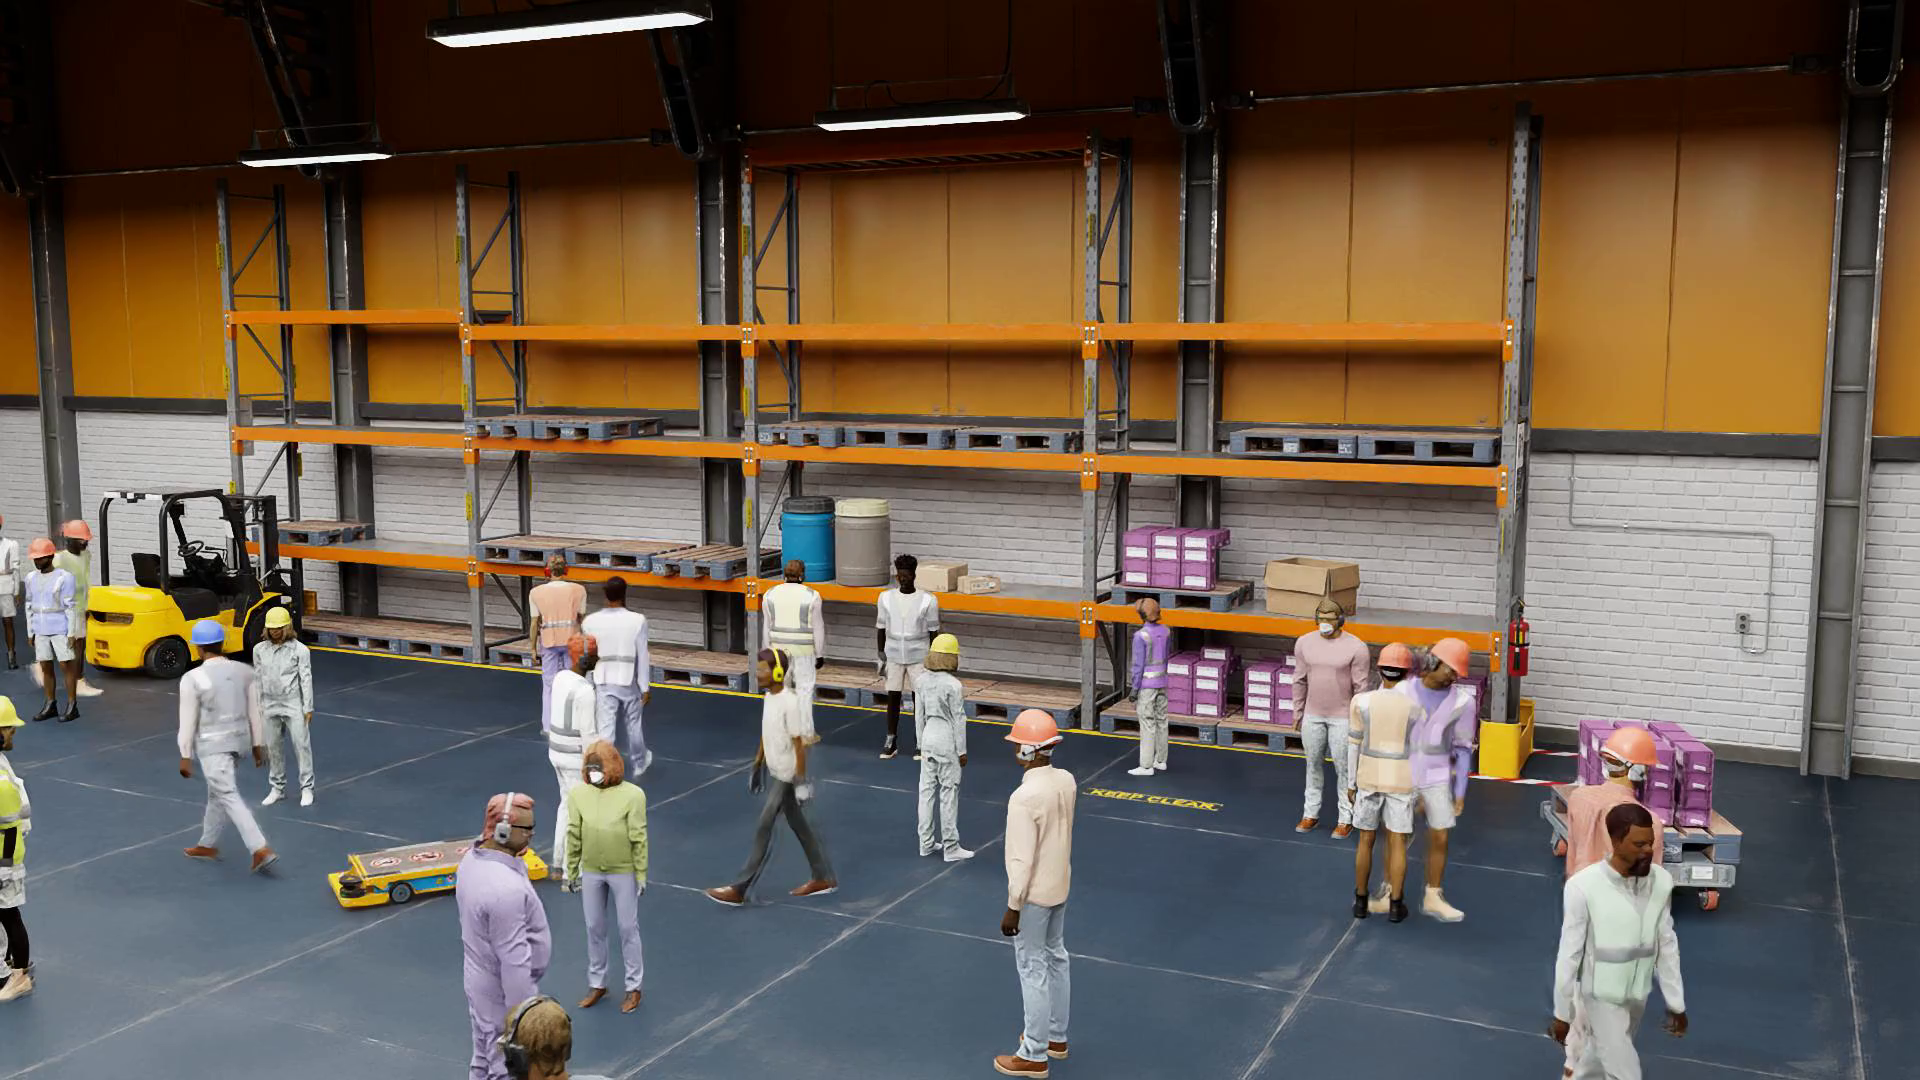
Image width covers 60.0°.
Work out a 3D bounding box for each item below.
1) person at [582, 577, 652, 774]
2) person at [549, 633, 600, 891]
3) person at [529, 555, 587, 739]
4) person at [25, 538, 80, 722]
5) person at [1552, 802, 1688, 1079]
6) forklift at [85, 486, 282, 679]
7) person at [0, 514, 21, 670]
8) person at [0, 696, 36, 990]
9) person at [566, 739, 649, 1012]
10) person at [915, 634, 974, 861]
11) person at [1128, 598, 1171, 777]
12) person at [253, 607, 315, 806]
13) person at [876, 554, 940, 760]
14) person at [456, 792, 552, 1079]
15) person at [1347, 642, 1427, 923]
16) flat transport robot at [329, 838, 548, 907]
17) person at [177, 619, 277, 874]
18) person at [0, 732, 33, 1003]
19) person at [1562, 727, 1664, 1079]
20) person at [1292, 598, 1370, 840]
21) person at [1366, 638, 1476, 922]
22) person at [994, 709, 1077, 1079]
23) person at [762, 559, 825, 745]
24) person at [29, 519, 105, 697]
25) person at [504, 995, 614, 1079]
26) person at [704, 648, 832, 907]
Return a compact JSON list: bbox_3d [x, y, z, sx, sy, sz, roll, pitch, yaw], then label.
[{"bbox_3d":[-3.030,1.253,14.842,0.625,1.874,0.971,0,7,3],"label":"person"},{"bbox_3d":[-2.783,1.597,12.048,0.357,1.873,0.585,-5,8,-35],"label":"person"},{"bbox_3d":[-3.990,1.068,16.582,0.561,1.836,0.388,-3,7,-22],"label":"person"},{"bbox_3d":[-9.458,0.937,17.284,0.545,1.932,0.386,1,7,7],"label":"person"},{"bbox_3d":[3.089,2.130,7.658,0.614,1.862,0.987,-3,8,-26],"label":"person"},{"bbox_3d":[-9.426,0.454,20.179,1.214,2.155,2.313,3,8,26],"label":"forklift"},{"bbox_3d":[-11.570,0.605,19.959,0.544,1.943,0.347,-4,8,-28],"label":"person"},{"bbox_3d":[-5.899,1.854,10.170,0.403,1.818,0.601,-5,8,-33],"label":"person"},{"bbox_3d":[-2.090,1.982,9.883,0.510,1.627,0.279,1,7,10],"label":"person"},{"bbox_3d":[-0.125,1.580,12.752,0.485,1.736,0.309,6,9,42],"label":"person"},{"bbox_3d":[1.732,1.336,15.166,0.310,1.639,0.514,6,9,41],"label":"person"},{"bbox_3d":[-5.750,1.417,14.151,0.498,1.732,0.382,1,7,5],"label":"person"},{"bbox_3d":[-0.500,1.102,15.750,0.605,1.966,0.373,1,7,11],"label":"person"},{"bbox_3d":[-2.096,2.106,7.736,0.400,1.900,0.645,-4,8,-31],"label":"person"},{"bbox_3d":[2.933,1.655,11.387,0.550,1.923,0.389,2,7,17],"label":"person"},{"bbox_3d":[-3.798,2.383,12.115,1.431,0.197,0.652,-4,8,-28],"label":"flat transport robot"},{"bbox_3d":[-5.489,1.536,12.452,1.006,1.907,0.605,3,8,24],"label":"person"},{"bbox_3d":[-5.832,1.929,10.024,0.541,1.695,0.316,6,9,41],"label":"person"},{"bbox_3d":[3.428,1.953,8.691,0.412,1.980,0.626,-3,8,-24],"label":"person"},{"bbox_3d":[2.955,1.417,13.320,0.635,1.932,0.369,5,8,34],"label":"person"},{"bbox_3d":[3.093,1.633,11.323,0.752,1.994,0.393,2,7,16],"label":"person"},{"bbox_3d":[0.414,1.901,9.035,0.381,1.994,0.619,4,8,29],"label":"person"},{"bbox_3d":[-1.621,1.098,16.349,0.630,1.836,0.430,2,7,17],"label":"person"},{"bbox_3d":[-9.970,0.755,18.481,0.810,2.007,0.637,0,7,2],"label":"person"},{"bbox_3d":[-1.293,2.392,5.275,0.367,1.926,0.639,4,8,31],"label":"person"},{"bbox_3d":[-1.347,1.663,11.723,0.980,1.815,0.543,-3,8,-23],"label":"person"}]
